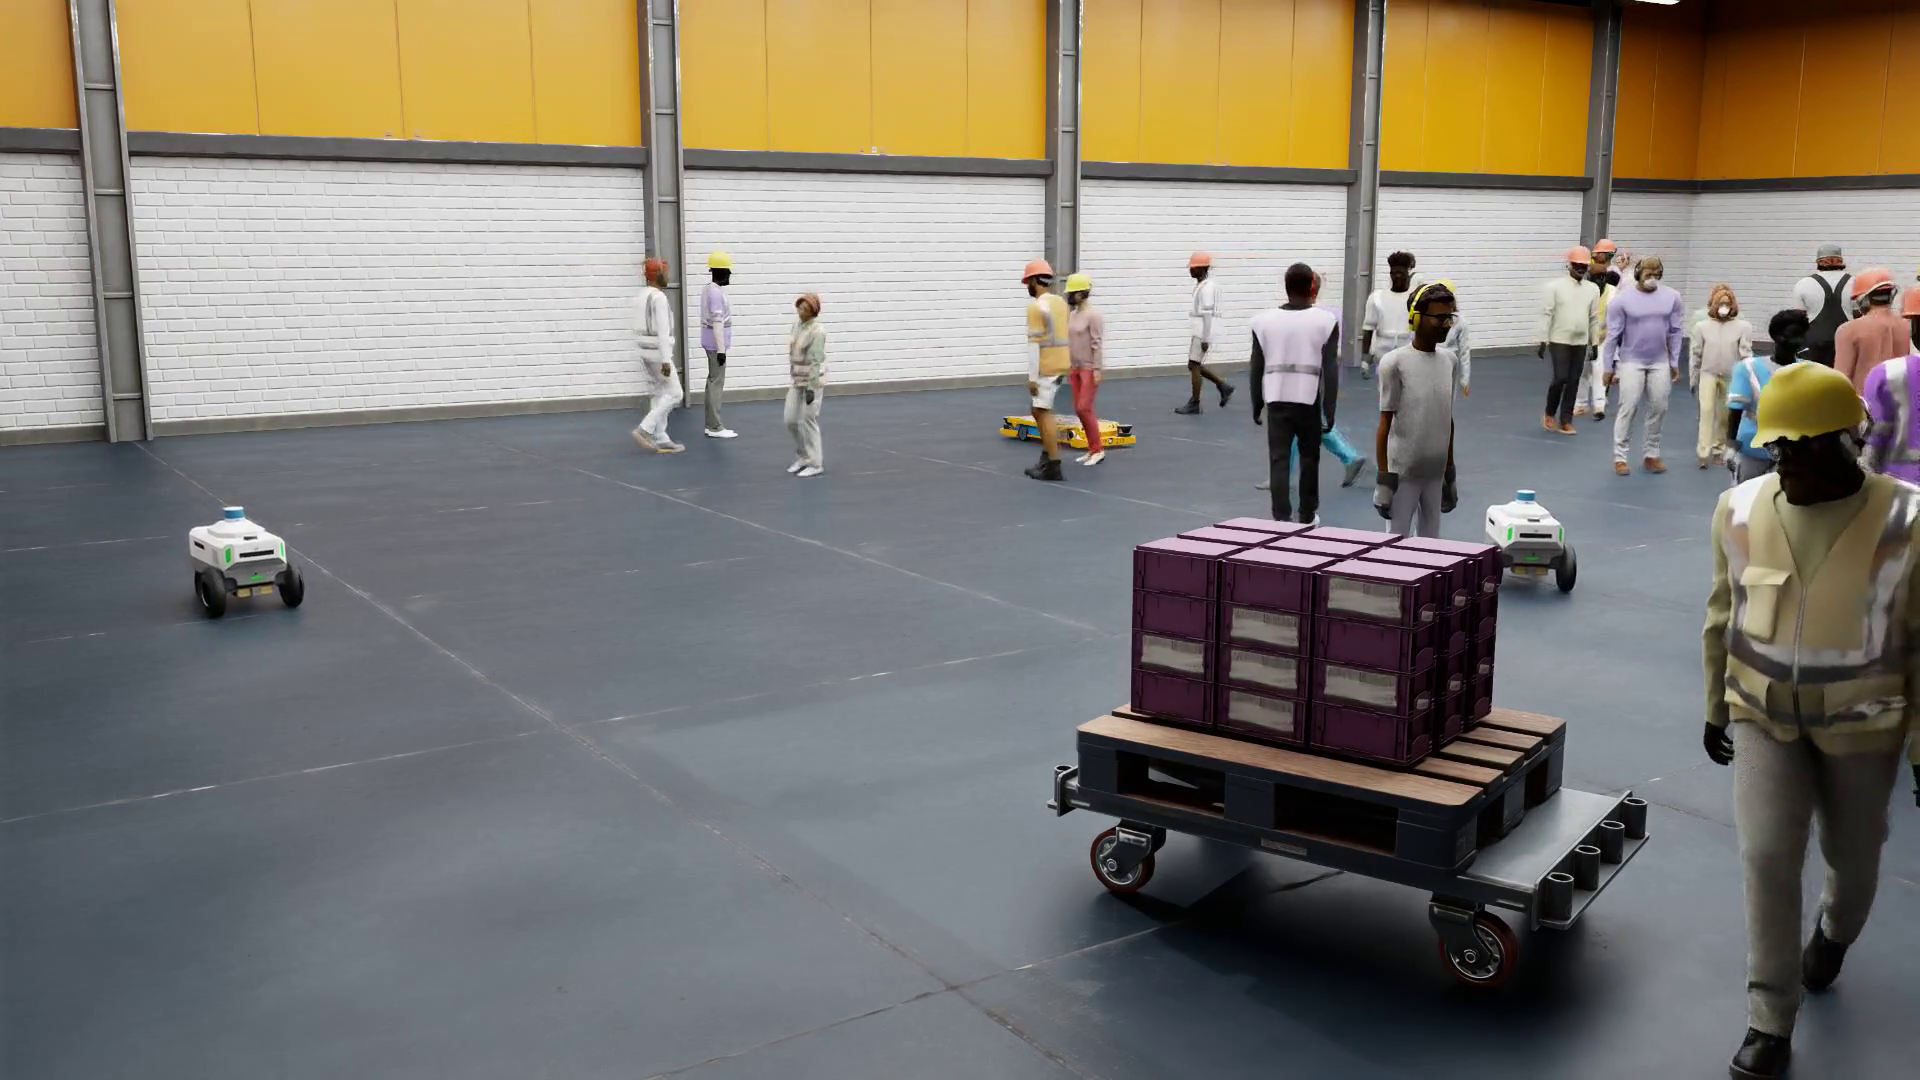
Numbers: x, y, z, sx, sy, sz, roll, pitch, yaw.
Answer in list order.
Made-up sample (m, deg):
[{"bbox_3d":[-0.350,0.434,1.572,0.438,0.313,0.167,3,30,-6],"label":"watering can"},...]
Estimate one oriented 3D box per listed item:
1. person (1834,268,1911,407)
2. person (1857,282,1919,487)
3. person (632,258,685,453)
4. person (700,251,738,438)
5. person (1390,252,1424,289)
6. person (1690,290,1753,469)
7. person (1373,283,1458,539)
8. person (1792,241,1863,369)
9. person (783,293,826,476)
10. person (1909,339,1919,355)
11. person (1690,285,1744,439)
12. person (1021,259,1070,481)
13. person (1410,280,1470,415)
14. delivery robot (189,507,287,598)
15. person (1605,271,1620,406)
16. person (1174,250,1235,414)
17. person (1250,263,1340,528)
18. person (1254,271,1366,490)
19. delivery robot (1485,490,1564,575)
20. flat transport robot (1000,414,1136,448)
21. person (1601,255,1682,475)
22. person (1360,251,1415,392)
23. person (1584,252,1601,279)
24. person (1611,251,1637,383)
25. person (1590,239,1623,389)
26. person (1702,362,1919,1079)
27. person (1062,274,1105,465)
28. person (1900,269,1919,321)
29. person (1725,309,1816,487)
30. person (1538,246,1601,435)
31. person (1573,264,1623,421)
[{"bbox_3d":[5.984,-0.812,10.811,0.636,1.885,1.205,0,10,2],"label":"person"},{"bbox_3d":[4.064,-0.143,6.996,0.562,1.920,0.585,3,11,14],"label":"person"},{"bbox_3d":[-2.892,-1.747,15.896,0.446,1.873,0.611,-5,12,-27],"label":"person"},{"bbox_3d":[-2.500,-2.026,17.292,0.382,1.924,0.594,-3,11,-14],"label":"person"},{"bbox_3d":[6.686,-3.377,24.923,0.506,1.846,0.345,5,12,26],"label":"person"},{"bbox_3d":[6.878,-1.452,15.046,0.511,1.620,0.557,4,11,20],"label":"person"},{"bbox_3d":[2.199,-0.297,8.005,0.509,1.860,0.315,-6,12,-31],"label":"person"},{"bbox_3d":[8.866,-2.049,17.105,0.677,2.000,0.536,2,11,12],"label":"person"},{"bbox_3d":[-1.320,-1.334,14.397,0.346,1.599,0.577,-7,13,-34],"label":"person"},{"bbox_3d":[5.341,-0.521,8.833,0.635,1.999,0.901,-7,12,-34],"label":"person"},{"bbox_3d":[7.753,-1.816,17.076,0.504,1.587,0.866,4,11,19],"label":"person"},{"bbox_3d":[0.756,-1.467,14.358,0.563,1.884,0.581,6,12,32],"label":"person"},{"bbox_3d":[4.126,-1.371,14.365,0.503,1.725,0.764,1,10,7],"label":"person"},{"bbox_3d":[-4.078,0.057,9.380,0.477,0.478,0.707,-9,13,-39],"label":"delivery robot"},{"bbox_3d":[8.074,-2.506,20.663,0.534,1.649,0.871,7,13,36],"label":"person"},{"bbox_3d":[2.882,-2.426,19.502,0.643,1.924,0.566,0,10,1],"label":"person"},{"bbox_3d":[2.305,-0.946,11.457,0.609,1.882,0.891,3,11,17],"label":"person"},{"bbox_3d":[2.897,-1.302,13.623,0.843,1.822,0.575,1,10,8],"label":"person"},{"bbox_3d":[3.390,-0.057,10.003,0.477,0.478,0.707,1,10,7],"label":"delivery robot"},{"bbox_3d":[1.077,-1.120,16.864,0.652,0.197,1.431,-7,12,-33],"label":"flat transport robot"},{"bbox_3d":[5.966,-1.530,14.598,0.685,1.917,0.484,0,10,2],"label":"person"},{"bbox_3d":[4.007,-1.669,15.302,0.639,1.930,0.916,4,11,21],"label":"person"},{"bbox_3d":[10.372,-3.816,27.362,0.568,1.843,0.727,-5,12,-27],"label":"person"},{"bbox_3d":[9.430,-3.150,23.593,0.515,1.880,0.686,2,11,13],"label":"person"},{"bbox_3d":[8.803,-3.096,22.835,0.378,2.045,0.605,-1,10,-8],"label":"person"},{"bbox_3d":[2.231,0.426,4.281,0.606,1.784,0.845,9,14,40],"label":"person"},{"bbox_3d":[1.141,-1.552,15.222,0.465,1.748,0.534,-5,11,-26],"label":"person"},{"bbox_3d":[12.820,-2.812,22.193,0.520,1.713,0.929,5,11,26],"label":"person"},{"bbox_3d":[4.729,-0.503,9.666,0.543,1.653,0.886,3,11,17],"label":"person"},{"bbox_3d":[6.425,-2.088,17.480,0.652,1.979,0.433,-2,10,-9],"label":"person"},{"bbox_3d":[7.218,-2.262,19.034,0.693,1.771,1.017,5,12,27],"label":"person"}]
